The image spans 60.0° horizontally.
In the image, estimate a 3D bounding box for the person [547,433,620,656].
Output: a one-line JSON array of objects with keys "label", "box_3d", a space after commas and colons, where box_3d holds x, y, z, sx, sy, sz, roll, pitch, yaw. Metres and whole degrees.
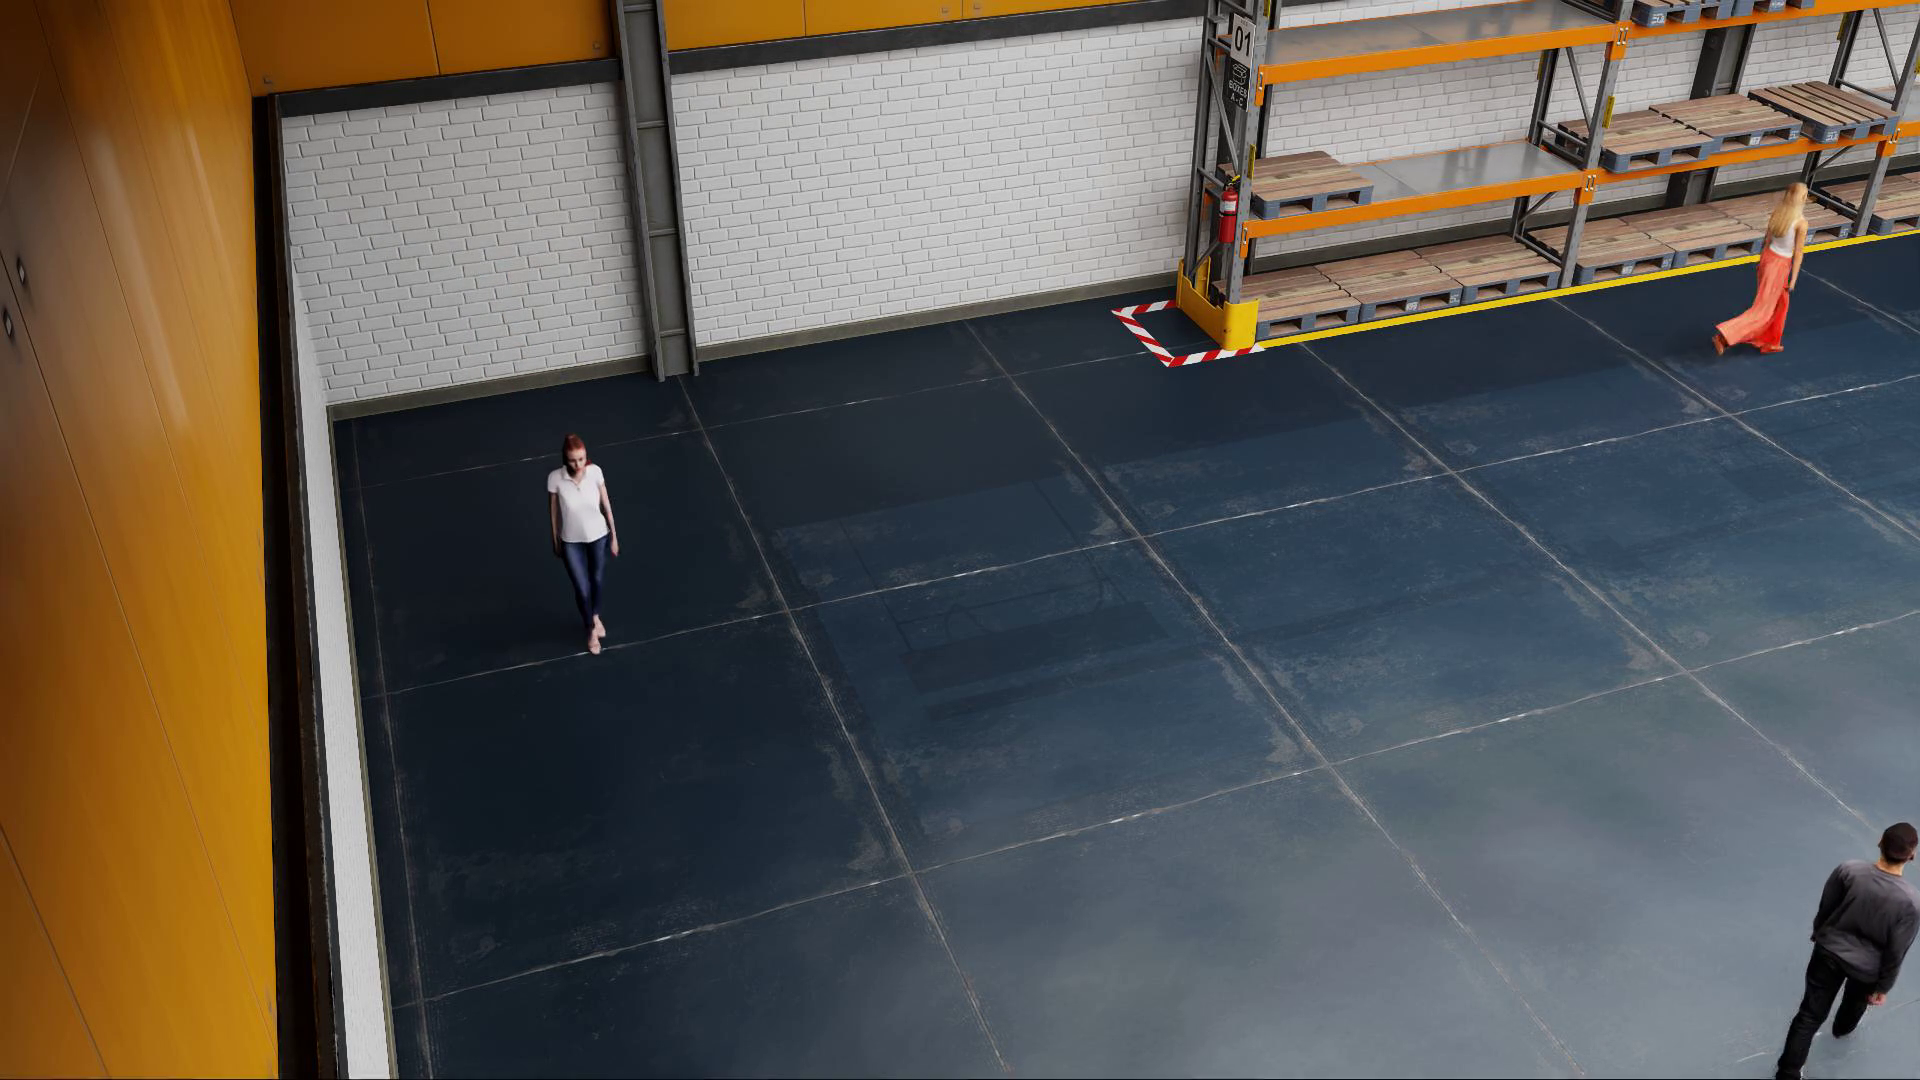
[{"label": "person", "box_3d": [-2.762, -0.041, 12.157, 0.658, 1.724, 0.680, -14, 36, -20]}]

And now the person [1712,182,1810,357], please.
[{"label": "person", "box_3d": [7.678, -2.527, 15.848, 1.125, 1.778, 0.696, -8, 34, -12]}]

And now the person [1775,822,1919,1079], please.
[{"label": "person", "box_3d": [4.629, 2.247, 8.727, 0.982, 1.710, 1.234, 27, 42, 35]}]
